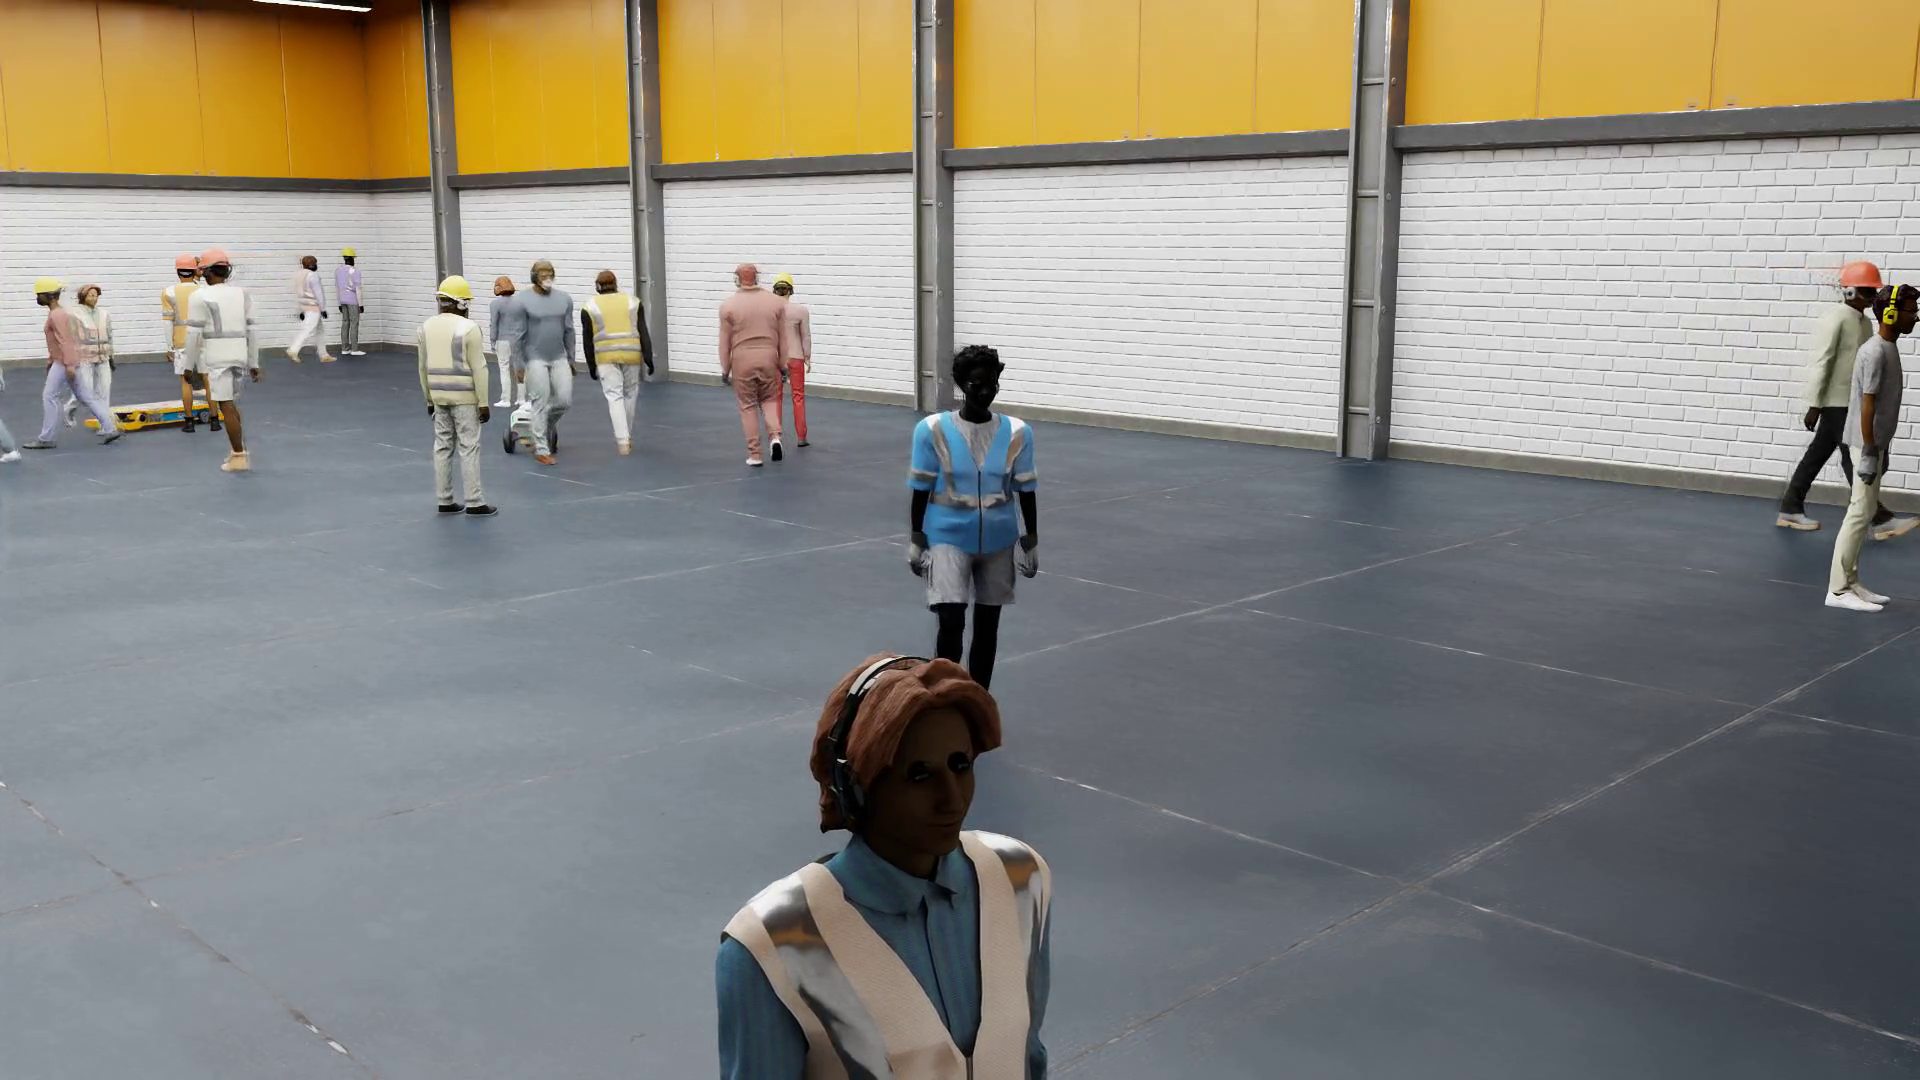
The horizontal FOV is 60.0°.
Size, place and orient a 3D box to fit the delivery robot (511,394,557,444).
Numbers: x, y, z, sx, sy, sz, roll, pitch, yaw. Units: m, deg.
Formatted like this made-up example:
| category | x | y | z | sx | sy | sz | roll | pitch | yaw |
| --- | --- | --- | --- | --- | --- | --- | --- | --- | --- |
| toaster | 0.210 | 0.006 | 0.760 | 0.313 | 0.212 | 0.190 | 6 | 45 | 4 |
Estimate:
| category | x | y | z | sx | sy | sz | roll | pitch | yaw |
| --- | --- | --- | --- | --- | --- | --- | --- | --- | --- |
| delivery robot | -4.226 | -1.204 | 16.510 | 0.477 | 0.478 | 0.707 | -1 | 10 | -3 |

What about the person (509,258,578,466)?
| category | x | y | z | sx | sy | sz | roll | pitch | yaw |
| --- | --- | --- | --- | --- | --- | --- | --- | --- | --- |
| person | -3.905 | -1.662 | 15.538 | 0.643 | 1.920 | 0.523 | -9 | 14 | -41 |

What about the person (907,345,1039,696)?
| category | x | y | z | sx | sy | sz | roll | pitch | yaw |
| --- | --- | --- | --- | --- | --- | --- | --- | --- | --- |
| person | 0.065 | 0.023 | 6.964 | 0.558 | 1.681 | 0.379 | -3 | 11 | -14 |

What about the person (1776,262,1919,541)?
| category | x | y | z | sx | sy | sz | roll | pitch | yaw |
| --- | --- | --- | --- | --- | --- | --- | --- | --- | --- |
| person | 6.341 | -0.981 | 11.764 | 0.644 | 1.933 | 1.032 | -9 | 14 | -41 |

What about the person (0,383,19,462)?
| category | x | y | z | sx | sy | sz | roll | pitch | yaw |
| --- | --- | --- | --- | --- | --- | --- | --- | --- | --- |
| person | -9.262 | -1.500 | 15.619 | 0.881 | 1.569 | 0.494 | 2 | 11 | 10 |

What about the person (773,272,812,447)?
| category | x | y | z | sx | sy | sz | roll | pitch | yaw |
| --- | --- | --- | --- | --- | --- | --- | --- | --- | --- |
| person | -1.757 | -1.808 | 16.775 | 0.524 | 1.760 | 0.327 | 0 | 10 | -2 |

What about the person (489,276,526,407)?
| category | x | y | z | sx | sy | sz | roll | pitch | yaw |
| --- | --- | --- | --- | --- | --- | --- | --- | --- | --- |
| person | -5.640 | -2.470 | 20.751 | 0.277 | 1.628 | 0.500 | 10 | 14 | 42 |

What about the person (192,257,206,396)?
| category | x | y | z | sx | sy | sz | roll | pitch | yaw |
| --- | --- | --- | --- | --- | --- | --- | --- | --- | --- |
| person | -10.150 | -2.842 | 22.175 | 0.350 | 1.846 | 0.506 | -2 | 11 | -12 |

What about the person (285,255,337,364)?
| category | x | y | z | sx | sy | sz | roll | pitch | yaw |
| --- | --- | --- | --- | --- | --- | --- | --- | --- | --- |
| person | -10.892 | -3.848 | 27.772 | 0.861 | 1.812 | 0.629 | -9 | 14 | -40 |

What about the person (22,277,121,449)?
| category | x | y | z | sx | sy | sz | roll | pitch | yaw |
| --- | --- | --- | --- | --- | --- | --- | --- | --- | --- |
| person | -8.976 | -1.783 | 16.747 | 0.866 | 1.725 | 0.520 | -4 | 11 | -19 |

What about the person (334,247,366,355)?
| category | x | y | z | sx | sy | sz | roll | pitch | yaw |
| --- | --- | --- | --- | --- | --- | --- | --- | --- | --- |
| person | -10.874 | -4.253 | 29.685 | 0.588 | 1.919 | 0.389 | 5 | 12 | 28 |

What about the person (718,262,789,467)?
| category | x | y | z | sx | sy | sz | roll | pitch | yaw |
| --- | --- | --- | --- | --- | --- | --- | --- | --- | --- |
| person | -1.918 | -1.613 | 15.359 | 0.663 | 1.884 | 0.428 | -5 | 11 | -25 |

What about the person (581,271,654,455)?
| category | x | y | z | sx | sy | sz | roll | pitch | yaw |
| --- | --- | --- | --- | --- | --- | --- | --- | --- | --- |
| person | -3.417 | -1.764 | 16.478 | 0.677 | 1.782 | 0.922 | -5 | 11 | -24 |

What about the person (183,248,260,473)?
| category | x | y | z | sx | sy | sz | roll | pitch | yaw |
| --- | --- | --- | --- | --- | --- | --- | --- | --- | --- |
| person | -6.684 | -1.610 | 15.002 | 0.697 | 2.015 | 0.619 | 5 | 12 | 26 |

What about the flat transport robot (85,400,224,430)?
| category | x | y | z | sx | sy | sz | roll | pitch | yaw |
| --- | --- | --- | --- | --- | --- | --- | --- | --- | --- |
| flat transport robot | -8.994 | -1.422 | 18.727 | 0.652 | 0.197 | 1.431 | 6 | 12 | 28 |

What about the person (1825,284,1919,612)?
| category | x | y | z | sx | sy | sz | roll | pitch | yaw |
| --- | --- | --- | --- | --- | --- | --- | --- | --- | --- |
| person | 5.216 | -0.520 | 9.488 | 0.321 | 1.862 | 0.509 | 7 | 13 | 34 |

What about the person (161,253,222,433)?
| category | x | y | z | sx | sy | sz | roll | pitch | yaw |
| --- | --- | --- | --- | --- | --- | --- | --- | --- | --- |
| person | -8.342 | -2.135 | 18.063 | 0.544 | 1.939 | 0.375 | -5 | 12 | -27 |

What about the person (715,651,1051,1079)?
| category | x | y | z | sx | sy | sz | roll | pitch | yaw |
| --- | --- | --- | --- | --- | --- | --- | --- | --- | --- |
| person | -0.076 | 0.940 | 2.109 | 0.512 | 1.641 | 0.309 | -9 | 14 | -41 |

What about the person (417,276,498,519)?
| category | x | y | z | sx | sy | sz | roll | pitch | yaw |
| --- | --- | --- | --- | --- | --- | --- | --- | --- | --- |
| person | -3.794 | -1.075 | 12.584 | 0.600 | 1.827 | 0.404 | 5 | 11 | 25 |

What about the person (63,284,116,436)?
| category | x | y | z | sx | sy | sz | roll | pitch | yaw |
| --- | --- | --- | --- | --- | --- | --- | --- | --- | --- |
| person | -9.255 | -1.901 | 17.627 | 0.527 | 1.625 | 0.528 | 5 | 12 | 26 |
